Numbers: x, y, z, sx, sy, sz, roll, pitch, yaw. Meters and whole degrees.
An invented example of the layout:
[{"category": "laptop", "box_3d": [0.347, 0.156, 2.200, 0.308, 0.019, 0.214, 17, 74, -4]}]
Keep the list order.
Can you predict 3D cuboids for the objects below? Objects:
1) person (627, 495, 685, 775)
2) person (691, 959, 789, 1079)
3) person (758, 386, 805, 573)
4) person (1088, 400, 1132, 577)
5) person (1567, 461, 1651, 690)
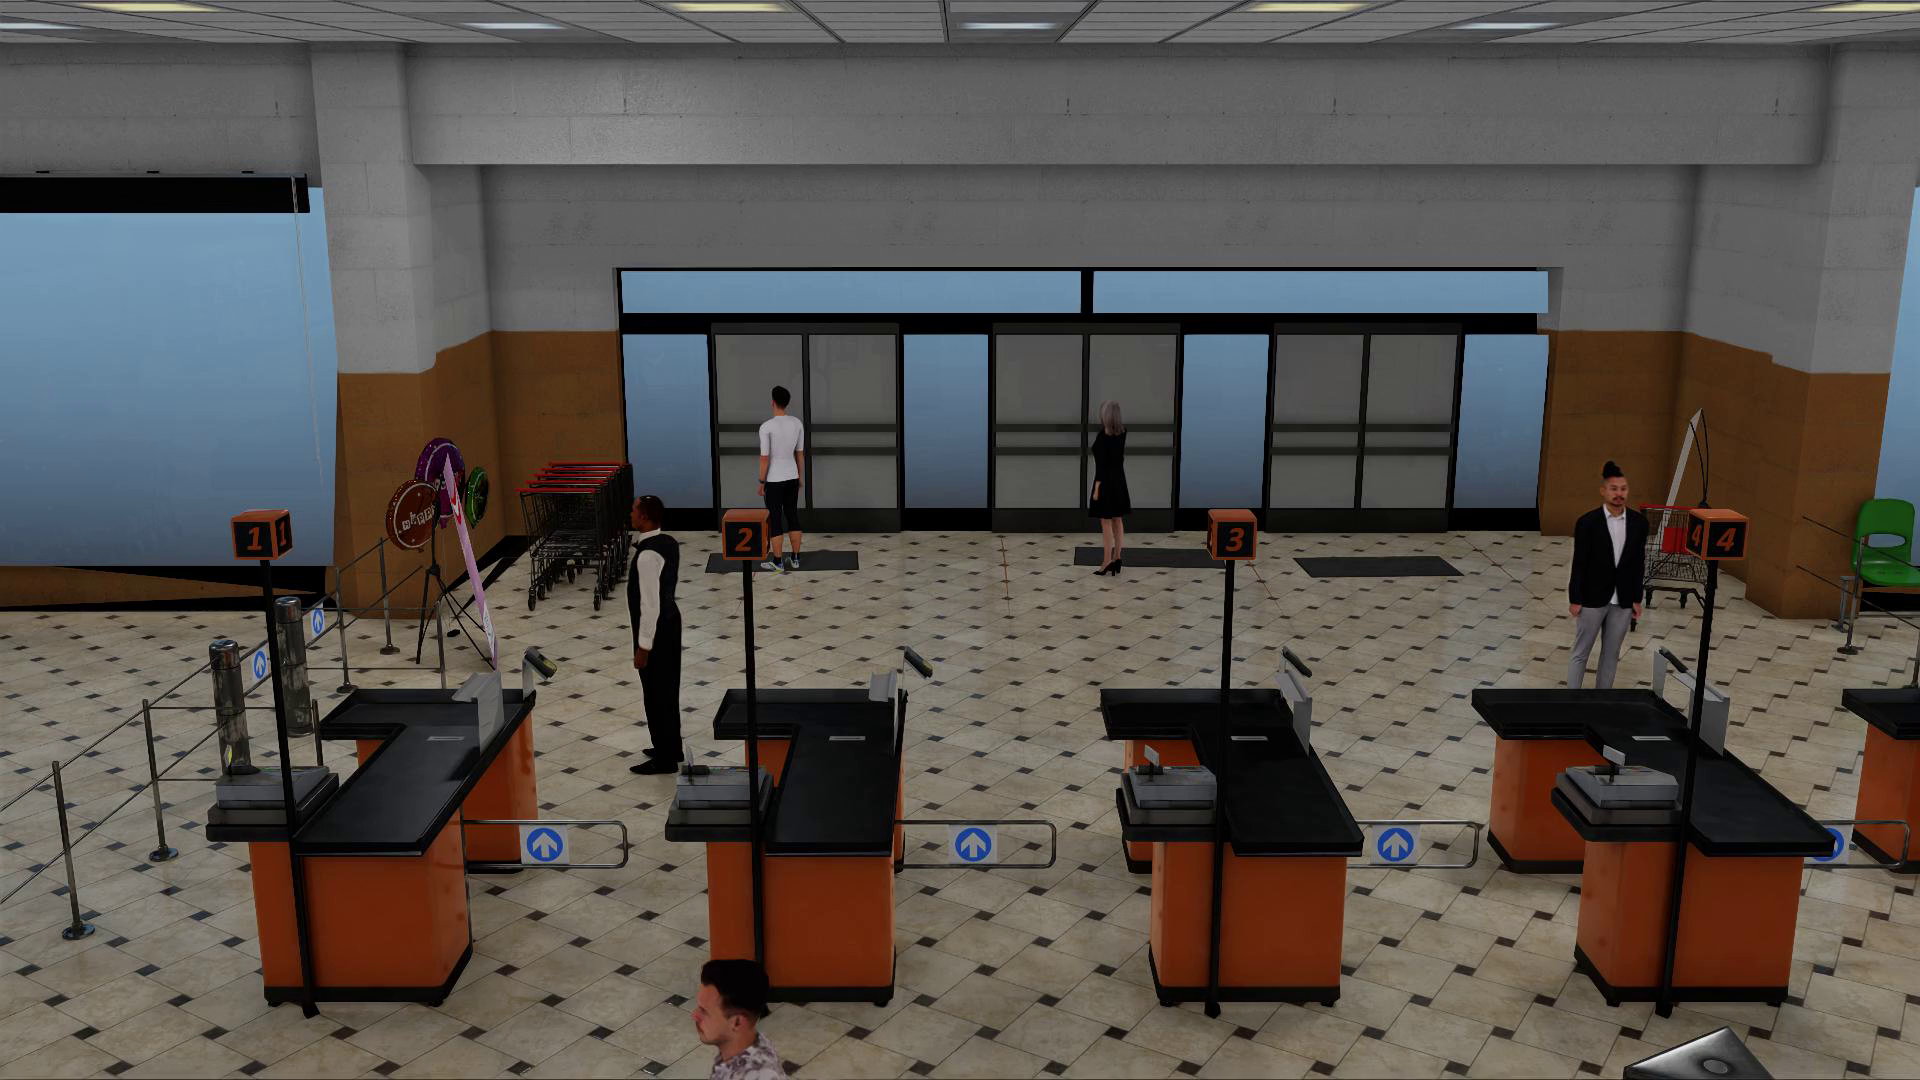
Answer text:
[{"category": "person", "box_3d": [-2.052, 0.631, 11.270, 0.760, 1.919, 0.541, 1, 14, 5]}, {"category": "person", "box_3d": [-0.572, 2.155, 5.236, 0.811, 1.801, 0.729, -3, 14, -11]}, {"category": "person", "box_3d": [-1.769, -0.613, 16.540, 0.748, 1.852, 0.787, -11, 18, -39]}, {"category": "person", "box_3d": [1.469, -0.516, 16.363, 0.757, 1.747, 0.693, 12, 18, 41]}, {"category": "person", "box_3d": [4.749, 0.380, 12.242, 0.697, 1.949, 0.571, 0, 14, 1]}]
